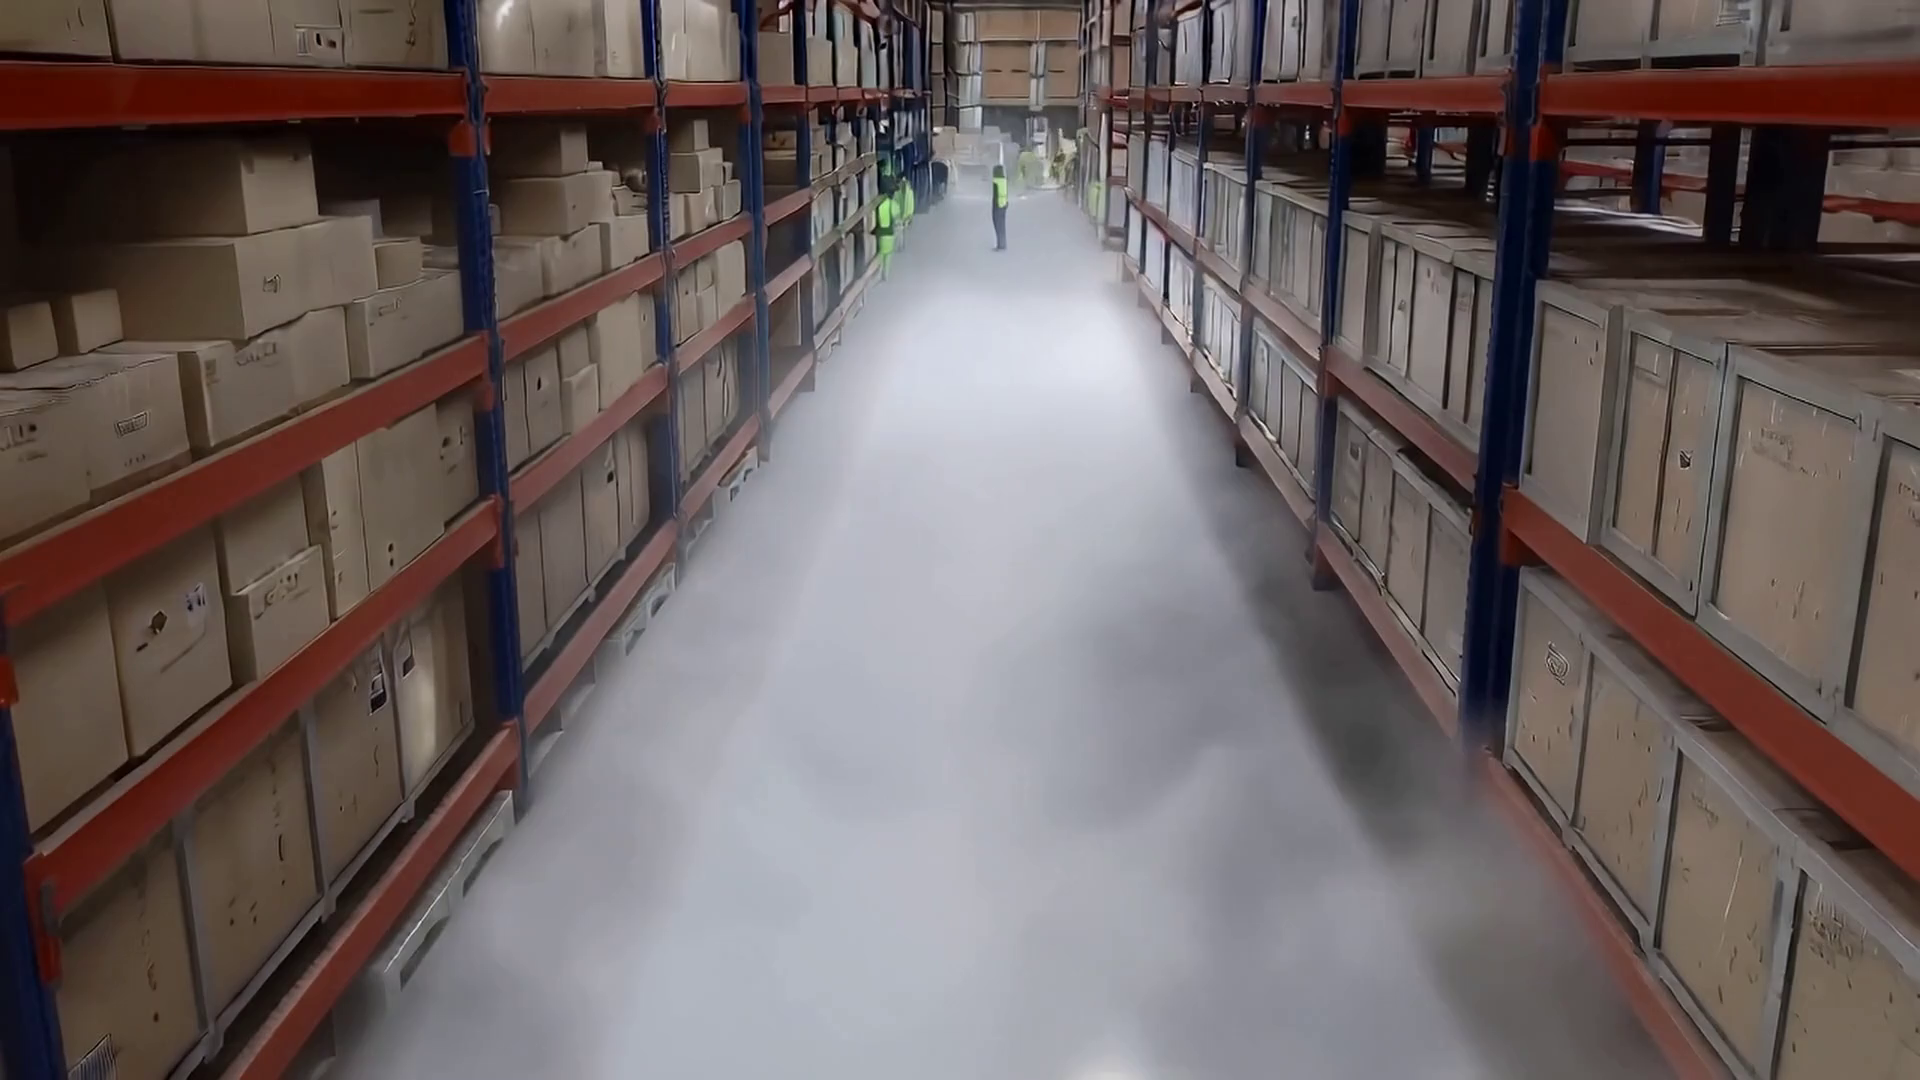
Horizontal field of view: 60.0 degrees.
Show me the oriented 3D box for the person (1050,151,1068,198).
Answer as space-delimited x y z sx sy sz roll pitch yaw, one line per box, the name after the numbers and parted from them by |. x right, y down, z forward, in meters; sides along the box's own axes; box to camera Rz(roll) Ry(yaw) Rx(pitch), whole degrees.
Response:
3.336 -12.343 56.179 0.592 1.580 0.885 7 16 23 | person

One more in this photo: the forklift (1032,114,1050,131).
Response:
3.487 -16.955 70.875 1.129 2.768 1.873 -2 15 -8 | forklift

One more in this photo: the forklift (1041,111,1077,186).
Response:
3.552 -14.642 62.268 1.873 2.768 1.129 0 15 1 | forklift

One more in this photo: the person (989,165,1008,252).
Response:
0.876 -7.414 37.201 0.375 1.917 0.599 6 16 21 | person

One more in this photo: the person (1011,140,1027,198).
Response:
1.971 -12.474 56.032 0.682 1.916 0.639 2 15 8 | person

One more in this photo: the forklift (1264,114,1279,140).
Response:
11.032 -14.050 60.067 1.129 2.768 1.873 0 15 2 | forklift

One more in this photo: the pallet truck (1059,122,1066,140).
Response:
5.788 -21.111 88.014 1.885 1.965 0.823 5 16 18 | pallet truck
